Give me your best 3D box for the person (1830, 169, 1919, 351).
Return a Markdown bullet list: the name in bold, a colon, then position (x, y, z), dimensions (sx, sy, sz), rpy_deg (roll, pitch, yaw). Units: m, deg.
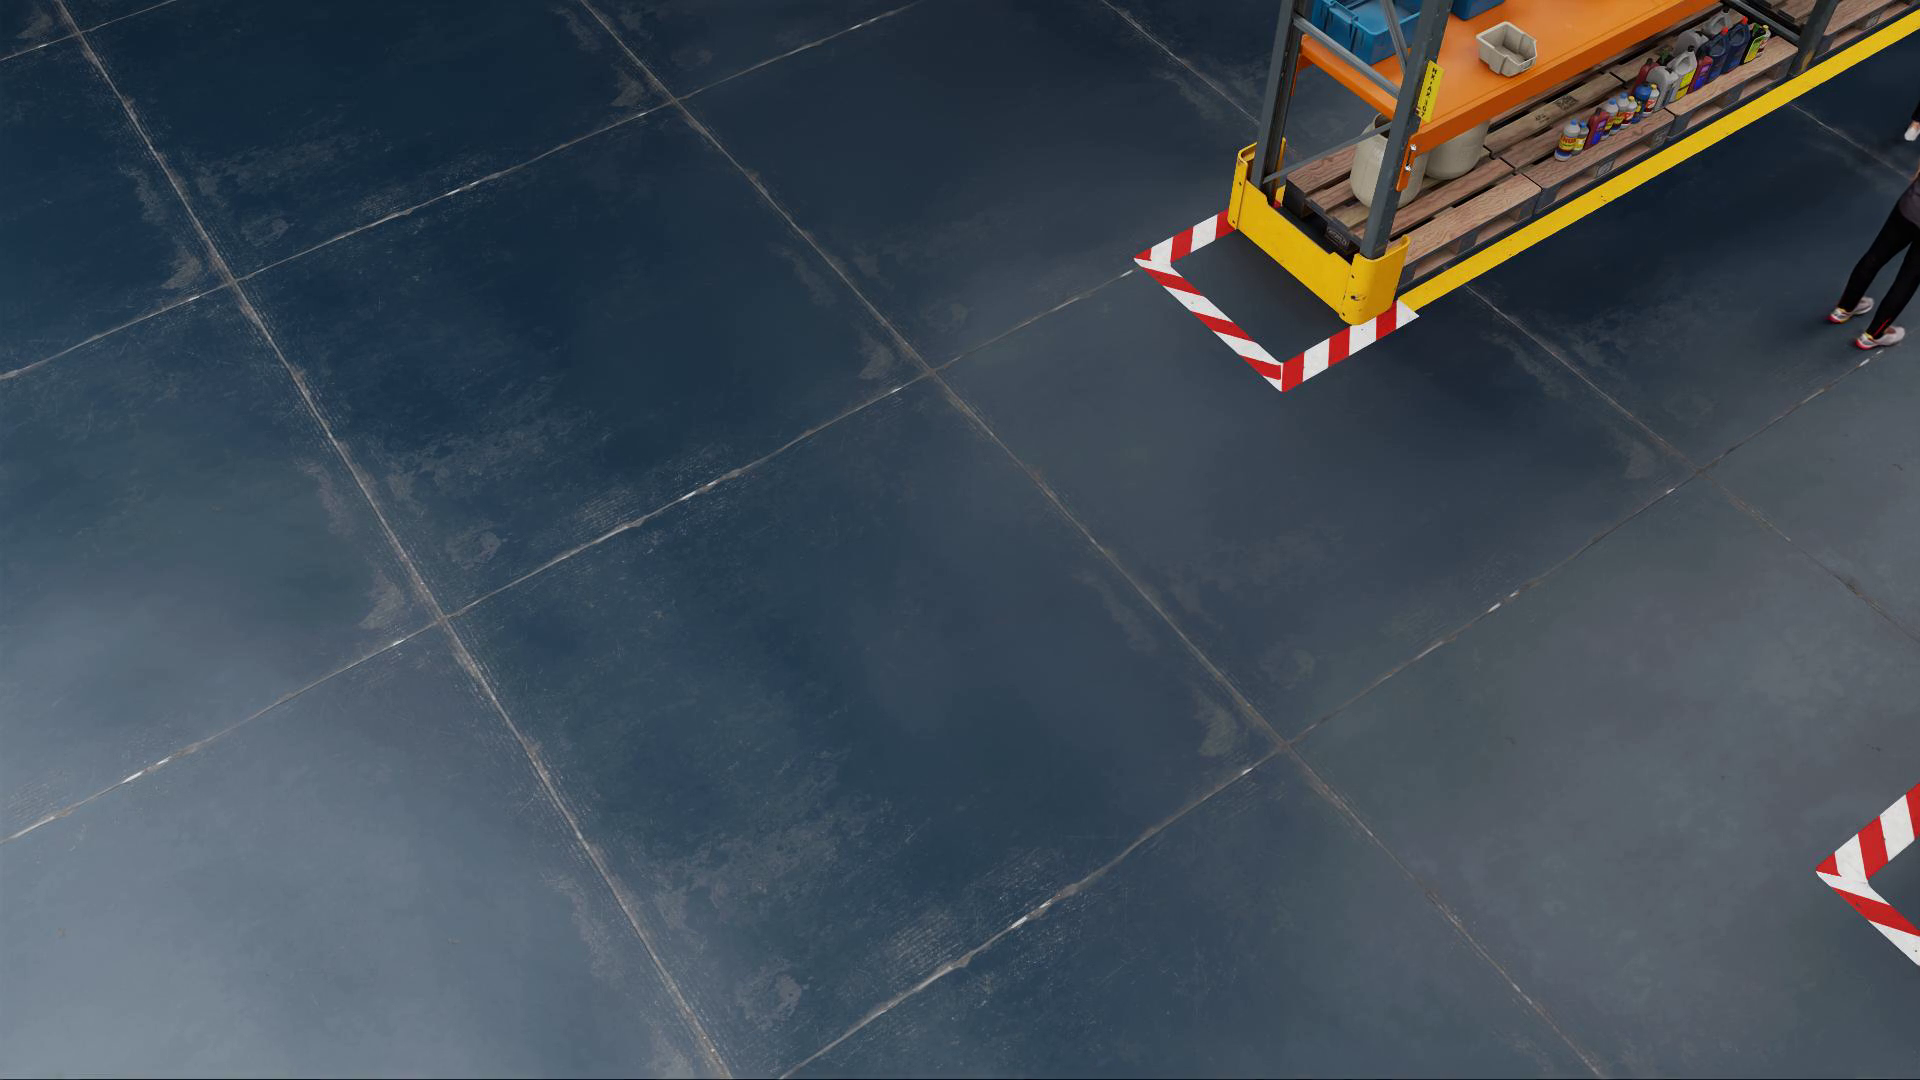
- **person**: position (5.239, -1.770, 8.983), dimensions (0.586, 1.763, 0.652), rpy_deg (-21, 55, -16)
